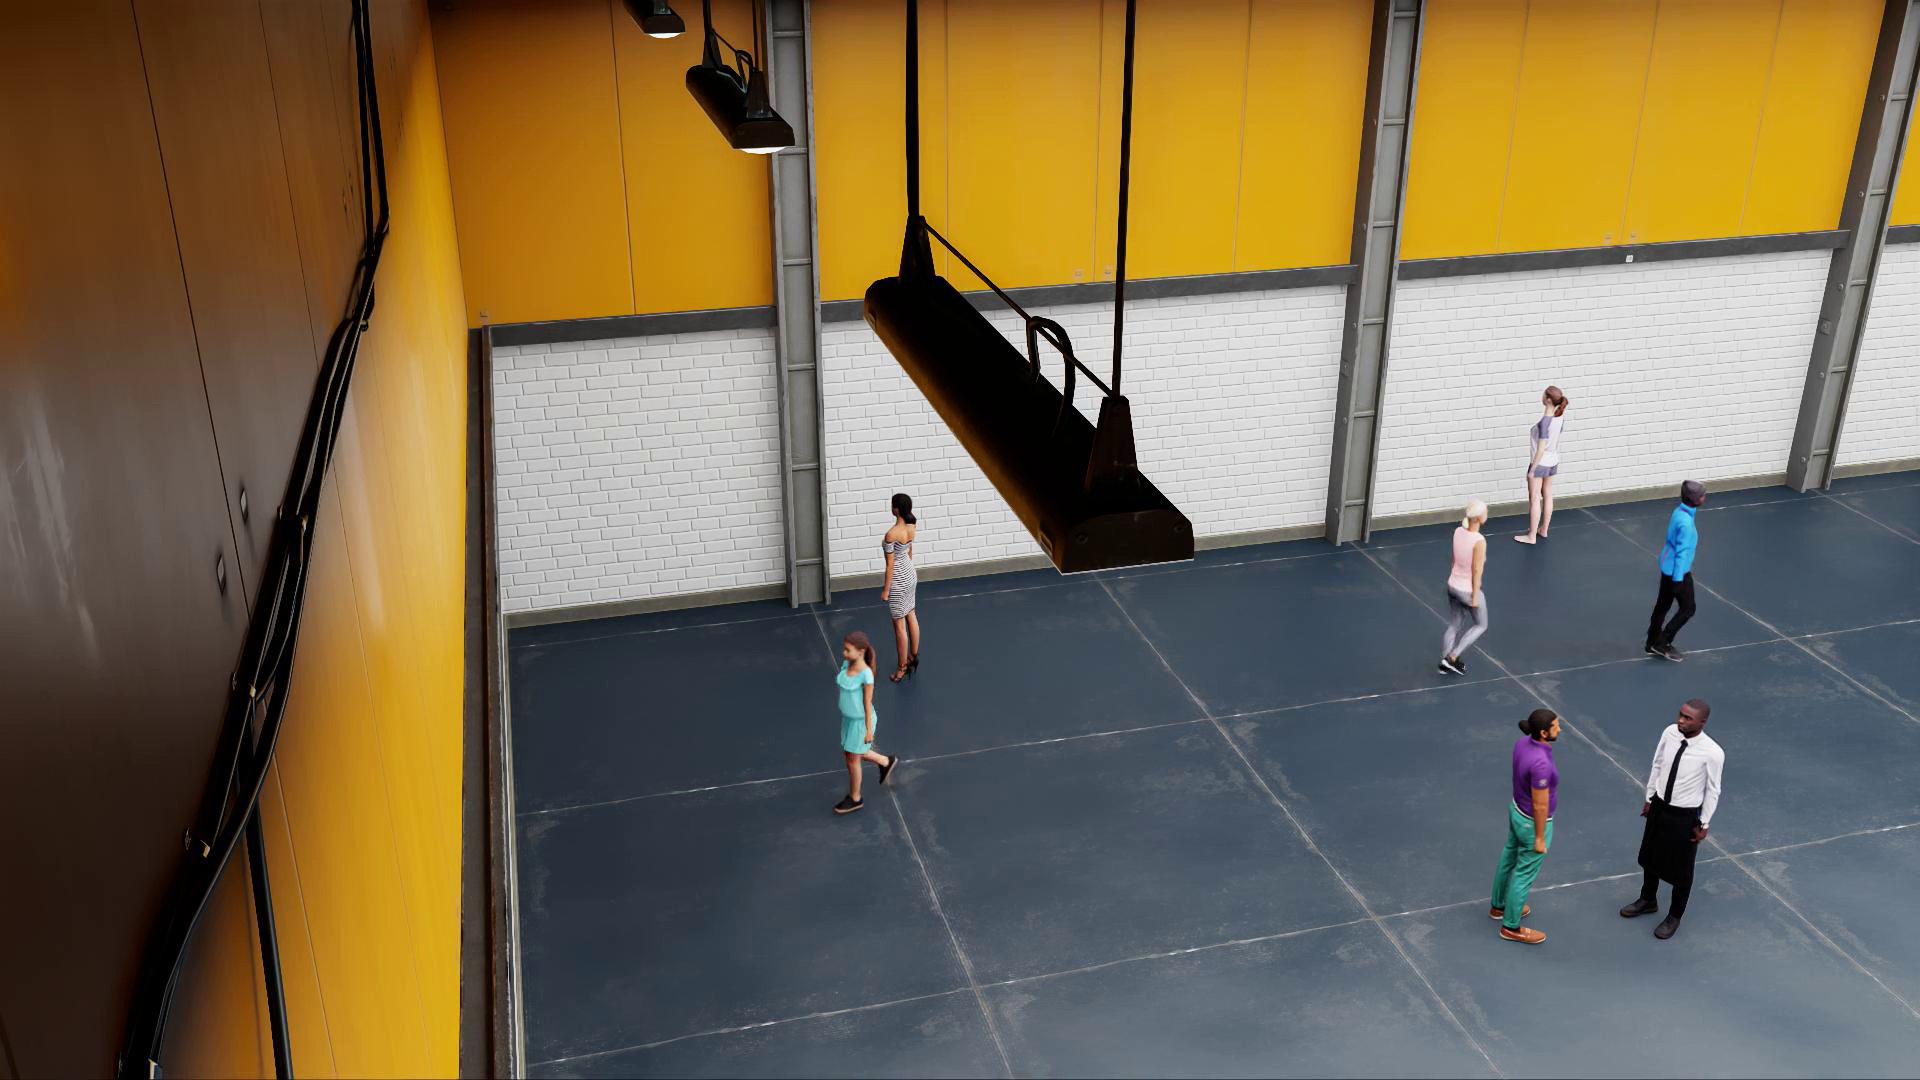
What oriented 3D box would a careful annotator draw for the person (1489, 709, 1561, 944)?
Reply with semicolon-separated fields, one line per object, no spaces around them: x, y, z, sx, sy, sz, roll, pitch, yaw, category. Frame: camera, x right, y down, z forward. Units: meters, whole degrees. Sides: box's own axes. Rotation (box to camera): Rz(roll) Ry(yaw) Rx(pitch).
3.953;1.959;11.594;0.650;1.767;0.685;0;24;-1;person

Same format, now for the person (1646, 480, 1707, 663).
6.533;0.283;15.407;0.727;1.785;0.723;5;24;10;person

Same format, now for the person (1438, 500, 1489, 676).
4.510;0.467;15.075;0.651;1.713;0.606;-10;25;-21;person

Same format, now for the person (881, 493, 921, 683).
-0.517;0.417;15.054;0.729;1.823;0.674;12;26;26;person

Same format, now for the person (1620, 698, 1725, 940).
5.017;1.912;11.617;0.640;1.834;0.704;-14;27;-29;person

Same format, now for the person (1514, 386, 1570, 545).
6.301;-0.820;17.952;0.627;1.767;0.729;-18;30;-36;person

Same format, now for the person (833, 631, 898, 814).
-0.747;1.408;13.131;0.926;1.547;0.712;-15;28;-31;person
